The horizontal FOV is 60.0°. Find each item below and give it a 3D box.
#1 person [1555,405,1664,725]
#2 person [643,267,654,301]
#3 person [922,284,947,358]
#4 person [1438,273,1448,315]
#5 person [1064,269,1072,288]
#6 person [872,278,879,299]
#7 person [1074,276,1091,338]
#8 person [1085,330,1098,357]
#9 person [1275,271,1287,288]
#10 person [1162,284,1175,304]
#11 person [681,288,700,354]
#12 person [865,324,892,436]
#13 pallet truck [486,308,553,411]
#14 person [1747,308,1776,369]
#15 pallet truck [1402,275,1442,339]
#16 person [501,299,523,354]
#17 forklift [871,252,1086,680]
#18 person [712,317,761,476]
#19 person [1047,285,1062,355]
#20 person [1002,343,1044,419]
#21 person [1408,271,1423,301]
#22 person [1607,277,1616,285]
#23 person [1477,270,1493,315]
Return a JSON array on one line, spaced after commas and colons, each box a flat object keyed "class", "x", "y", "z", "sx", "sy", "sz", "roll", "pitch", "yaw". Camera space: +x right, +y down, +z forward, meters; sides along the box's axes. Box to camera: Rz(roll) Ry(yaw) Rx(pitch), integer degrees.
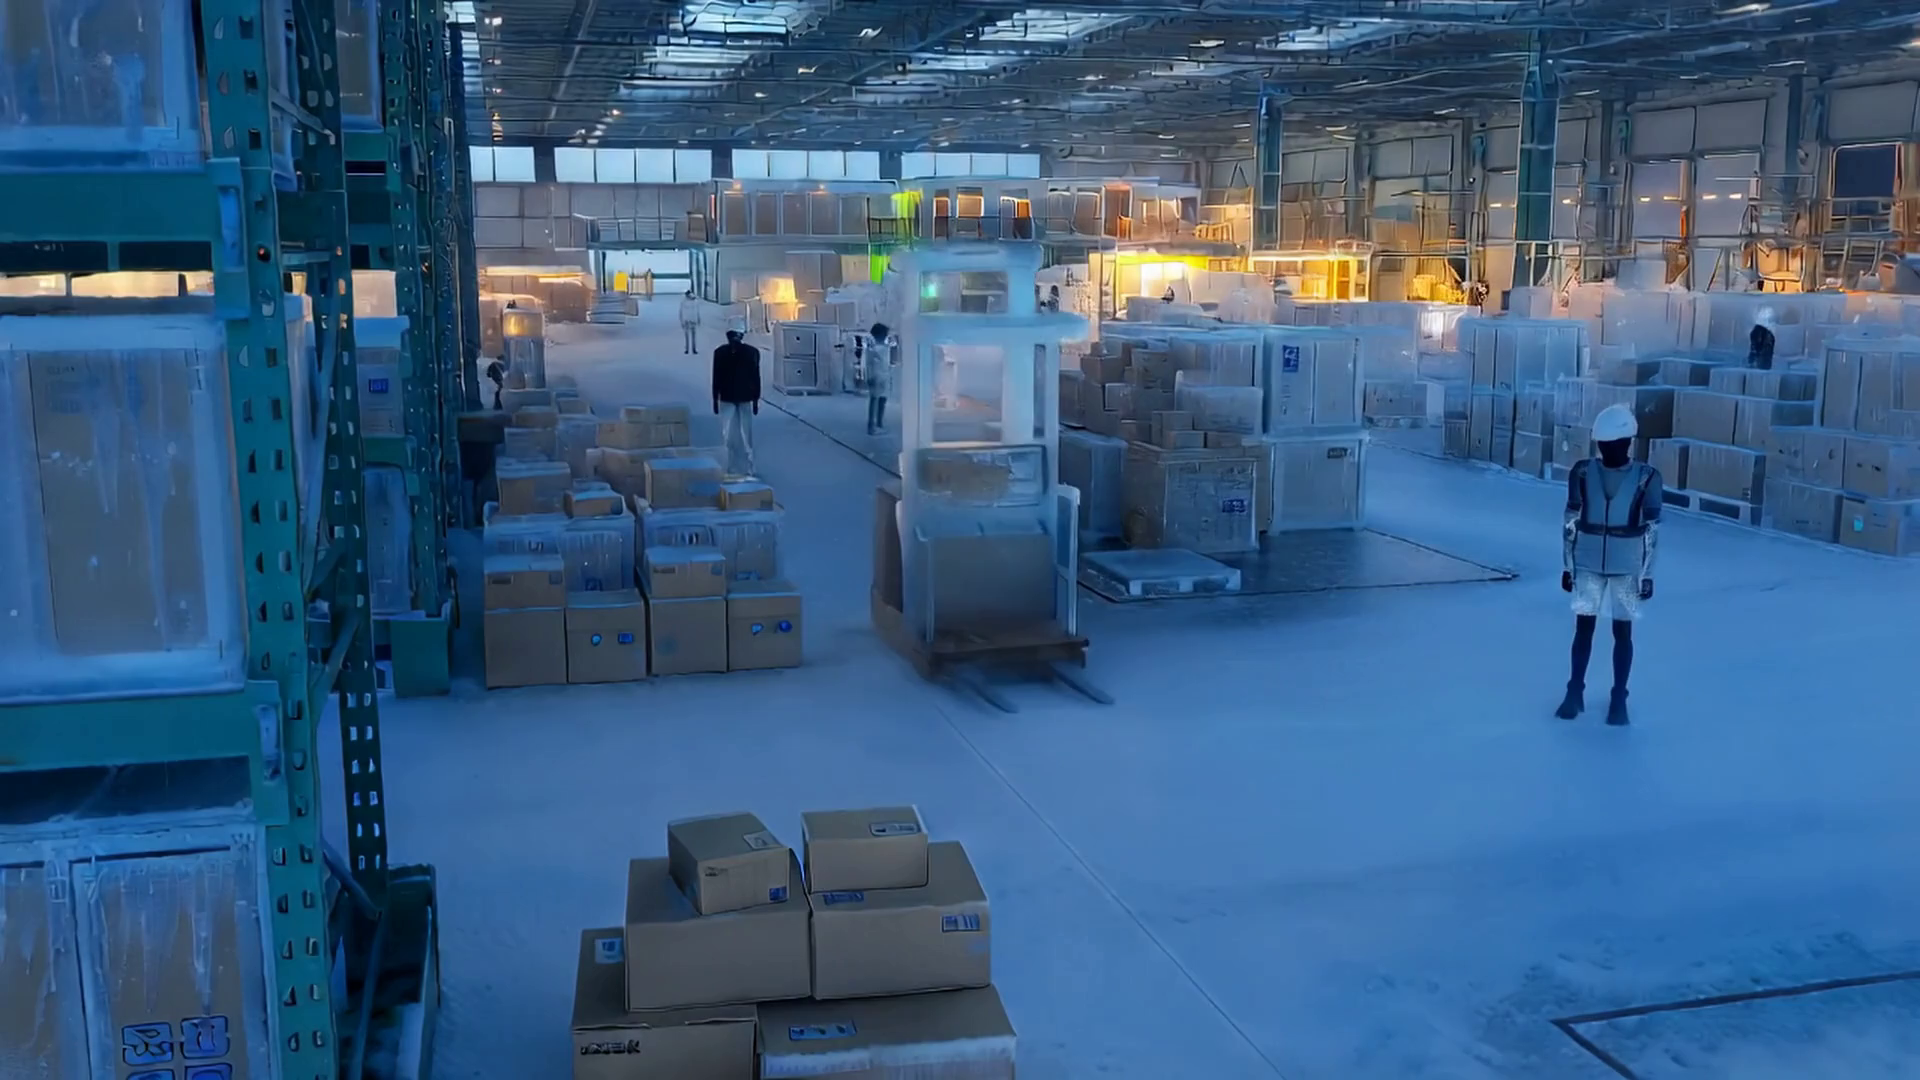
[{"class": "person", "x": 3.896, "y": 0.154, "z": 9.991, "sx": 0.547, "sy": 1.930, "sz": 0.382, "roll": 6, "pitch": 12, "yaw": 32}, {"class": "person", "x": -16.380, "y": -13.461, "z": 87.487, "sx": 0.534, "sy": 1.798, "sz": 0.980, "roll": -1, "pitch": 10, "yaw": -3}, {"class": "person", "x": -0.726, "y": -5.675, "z": 43.071, "sx": 0.608, "sy": 1.917, "sz": 1.022, "roll": -6, "pitch": 11, "yaw": -29}, {"class": "person", "x": 18.497, "y": -9.278, "z": 63.612, "sx": 0.576, "sy": 1.852, "sz": 0.472, "roll": -7, "pitch": 12, "yaw": -33}, {"class": "person", "x": 4.364, "y": -10.300, "z": 69.263, "sx": 0.595, "sy": 1.911, "sz": 0.390, "roll": -1, "pitch": 10, "yaw": -4}, {"class": "person", "x": -3.014, "y": -8.455, "z": 59.265, "sx": 0.312, "sy": 1.744, "sz": 0.487, "roll": 0, "pitch": 10, "yaw": 2}, {"class": "person", "x": 3.829, "y": -7.290, "z": 52.114, "sx": 0.545, "sy": 1.942, "sz": 0.349, "roll": -1, "pitch": 10, "yaw": -7}, {"class": "person", "x": 1.782, "y": -1.840, "z": 21.584, "sx": 0.632, "sy": 1.820, "sz": 0.636, "roll": -3, "pitch": 11, "yaw": -19}, {"class": "person", "x": 13.299, "y": -10.231, "z": 69.039, "sx": 0.429, "sy": 1.846, "sz": 0.633, "roll": 9, "pitch": 13, "yaw": 42}, {"class": "person", "x": 5.540, "y": -5.733, "z": 43.457, "sx": 0.586, "sy": 1.882, "sz": 0.340, "roll": 6, "pitch": 12, "yaw": 31}, {"class": "person", "x": -7.195, "y": -5.854, "z": 44.480, "sx": 0.533, "sy": 1.765, "sz": 0.322, "roll": -7, "pitch": 12, "yaw": -33}, {"class": "person", "x": -1.229, "y": -2.444, "z": 25.358, "sx": 0.321, "sy": 1.697, "sz": 0.529, "roll": 7, "pitch": 12, "yaw": 34}, {"class": "pallet truck", "x": -6.242, "y": -2.418, "z": 24.362, "sx": 0.823, "sy": 1.965, "sz": 1.885, "roll": 1, "pitch": 10, "yaw": 3}, {"class": "person", "x": 12.248, "y": -2.577, "z": 25.433, "sx": 0.372, "sy": 1.940, "sz": 0.631, "roll": 9, "pitch": 13, "yaw": 42}, {"class": "pallet truck", "x": 14.620, "y": -7.324, "z": 52.145, "sx": 0.823, "sy": 1.965, "sz": 1.885, "roll": 8, "pitch": 13, "yaw": 40}, {"class": "person", "x": -10.472, "y": -4.803, "z": 38.880, "sx": 0.523, "sy": 1.639, "sz": 0.308, "roll": -6, "pitch": 12, "yaw": -31}, {"class": "forklift", "x": 0.058, "y": -0.618, "z": 11.675, "sx": 1.129, "sy": 2.768, "sz": 1.873, "roll": -3, "pitch": 10, "yaw": -15}, {"class": "person", "x": -2.781, "y": -1.763, "z": 20.666, "sx": 0.611, "sy": 1.995, "sz": 0.380, "roll": 1, "pitch": 10, "yaw": 3}, {"class": "person", "x": 2.499, "y": -5.829, "z": 44.083, "sx": 0.333, "sy": 1.860, "sz": 0.528, "roll": -8, "pitch": 13, "yaw": -38}, {"class": "person", "x": 0.905, "y": -2.336, "z": 24.083, "sx": 0.629, "sy": 1.935, "sz": 0.372, "roll": 4, "pitch": 11, "yaw": 23}, {"class": "person", "x": 19.779, "y": -10.785, "z": 72.296, "sx": 0.634, "sy": 1.814, "sz": 0.909, "roll": 2, "pitch": 10, "yaw": 10}, {"class": "person", "x": 19.077, "y": -6.731, "z": 48.663, "sx": 0.538, "sy": 2.000, "sz": 0.709, "roll": 1, "pitch": 10, "yaw": 6}, {"class": "person", "x": 20.732, "y": -9.696, "z": 65.708, "sx": 0.605, "sy": 1.951, "sz": 0.383, "roll": 8, "pitch": 13, "yaw": 38}]
